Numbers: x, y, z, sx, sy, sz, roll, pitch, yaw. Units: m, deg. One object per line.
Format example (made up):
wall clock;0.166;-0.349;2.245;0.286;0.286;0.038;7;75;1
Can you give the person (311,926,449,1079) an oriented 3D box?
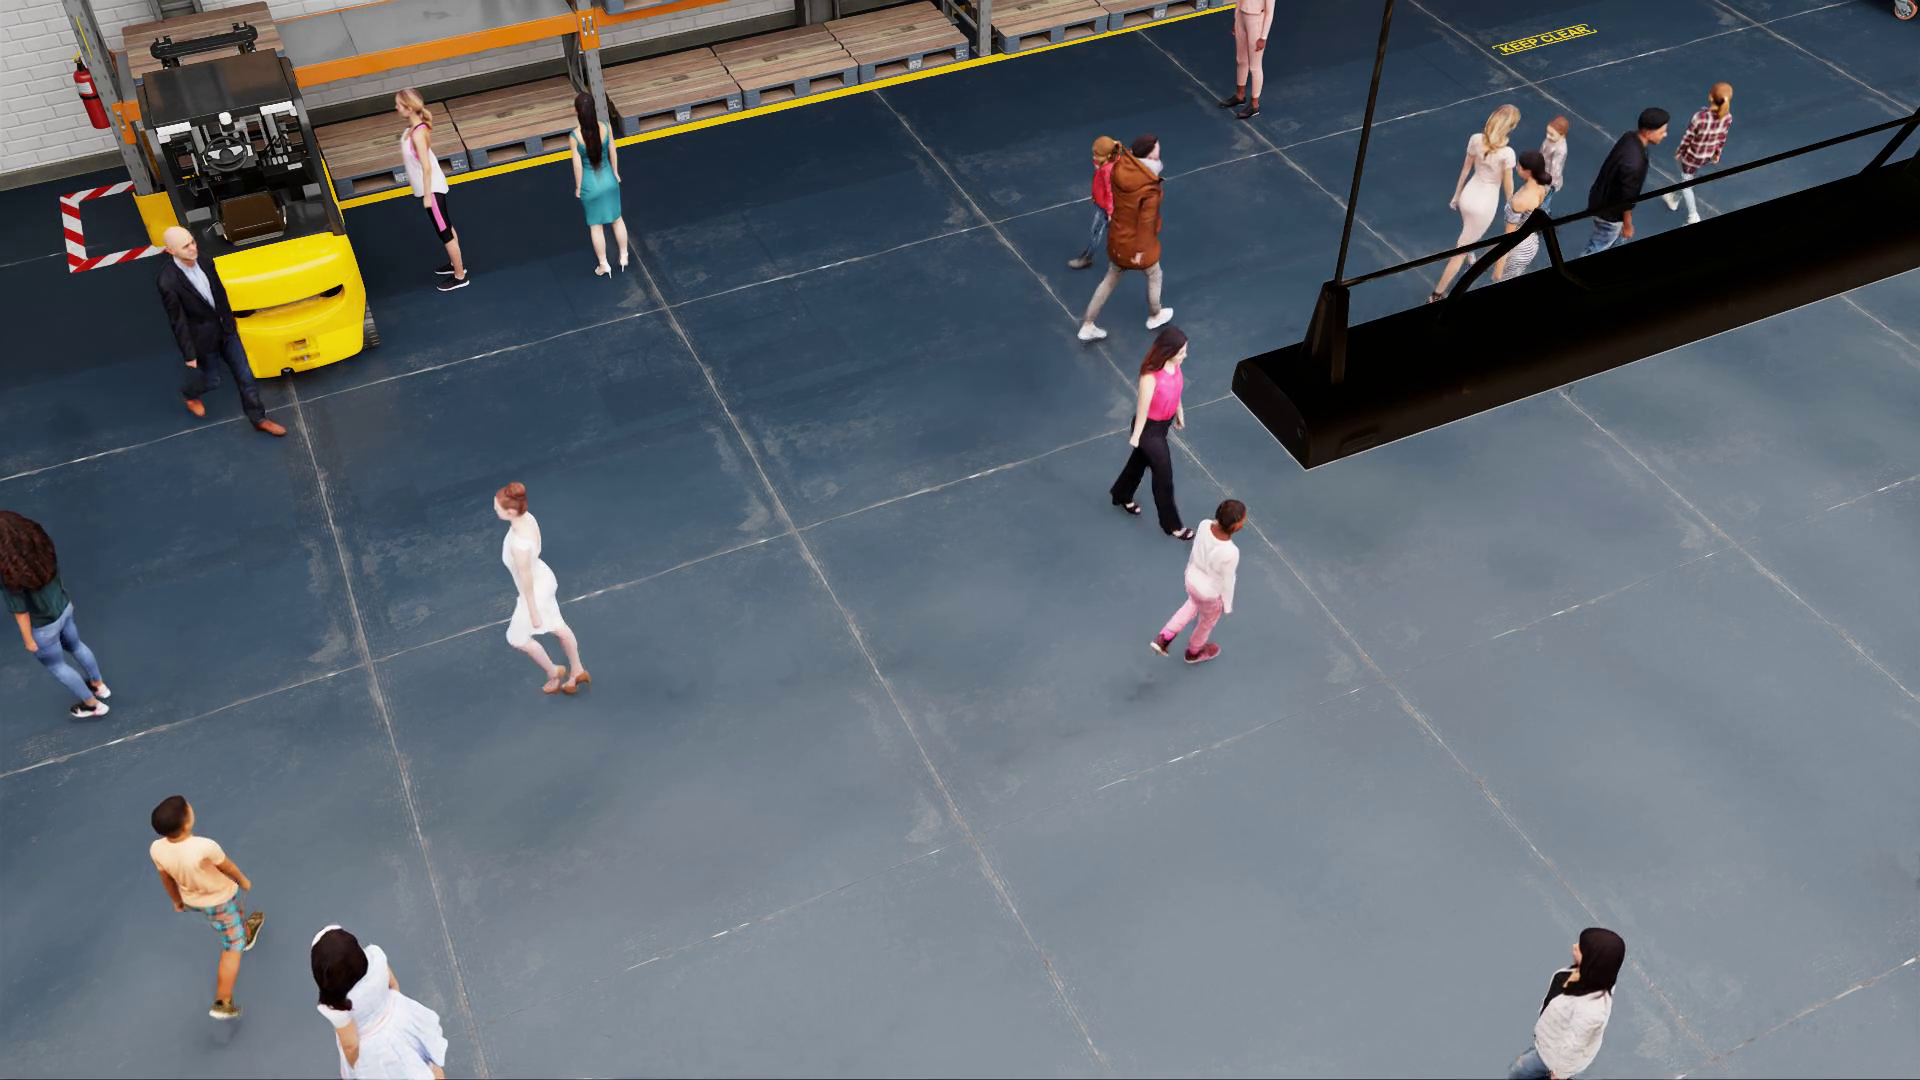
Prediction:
person;-2.761;2.409;7.990;0.916;1.812;0.852;17;46;17

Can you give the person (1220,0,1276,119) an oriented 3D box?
person;2.751;-4.812;15.636;0.531;1.720;0.634;-21;48;-21

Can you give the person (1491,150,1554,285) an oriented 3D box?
person;4.308;-2.192;12.820;0.785;1.811;0.684;26;49;24

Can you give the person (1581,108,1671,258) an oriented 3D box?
person;5.163;-2.696;13.377;0.904;1.774;0.834;12;45;12

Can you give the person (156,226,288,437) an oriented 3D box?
person;-5.540;-1.522;12.139;1.162;1.781;1.149;18;47;18

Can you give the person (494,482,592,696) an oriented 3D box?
person;-2.492;0.340;10.184;0.754;1.782;0.692;-3;44;-3

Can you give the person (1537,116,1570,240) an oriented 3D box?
person;5.080;-3.102;14.235;0.644;1.177;0.599;-5;44;-6

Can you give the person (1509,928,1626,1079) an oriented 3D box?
person;3.015;2.442;8.090;0.826;1.627;0.759;17;46;17

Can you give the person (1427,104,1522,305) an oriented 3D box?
person;4.049;-2.601;13.263;1.039;1.793;0.642;-25;49;-24

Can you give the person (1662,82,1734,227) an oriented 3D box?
person;6.408;-3.312;14.375;0.870;1.288;0.732;-7;44;-7

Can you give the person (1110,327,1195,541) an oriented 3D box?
person;1.264;-0.792;11.483;0.975;1.629;0.983;23;48;23

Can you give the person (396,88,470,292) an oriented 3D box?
person;-4.290;-2.864;13.543;0.575;1.788;0.638;-10;45;-11

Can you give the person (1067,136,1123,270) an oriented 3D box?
person;1.281;-2.815;13.858;0.950;1.282;0.704;-1;44;-1

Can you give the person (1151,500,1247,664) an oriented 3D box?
person;1.504;0.299;10.474;0.733;1.441;0.601;-24;49;-23

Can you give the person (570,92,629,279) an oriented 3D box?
person;-2.972;-2.916;13.670;0.477;1.687;0.642;-26;49;-25

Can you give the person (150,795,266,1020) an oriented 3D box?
person;-3.967;1.934;8.763;0.983;1.434;0.895;3;44;3

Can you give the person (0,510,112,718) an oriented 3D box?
person;-5.568;0.475;10.167;0.743;1.609;0.706;6;44;6

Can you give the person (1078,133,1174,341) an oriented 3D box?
person;1.274;-2.304;12.945;1.185;1.802;0.858;-27;50;-26
